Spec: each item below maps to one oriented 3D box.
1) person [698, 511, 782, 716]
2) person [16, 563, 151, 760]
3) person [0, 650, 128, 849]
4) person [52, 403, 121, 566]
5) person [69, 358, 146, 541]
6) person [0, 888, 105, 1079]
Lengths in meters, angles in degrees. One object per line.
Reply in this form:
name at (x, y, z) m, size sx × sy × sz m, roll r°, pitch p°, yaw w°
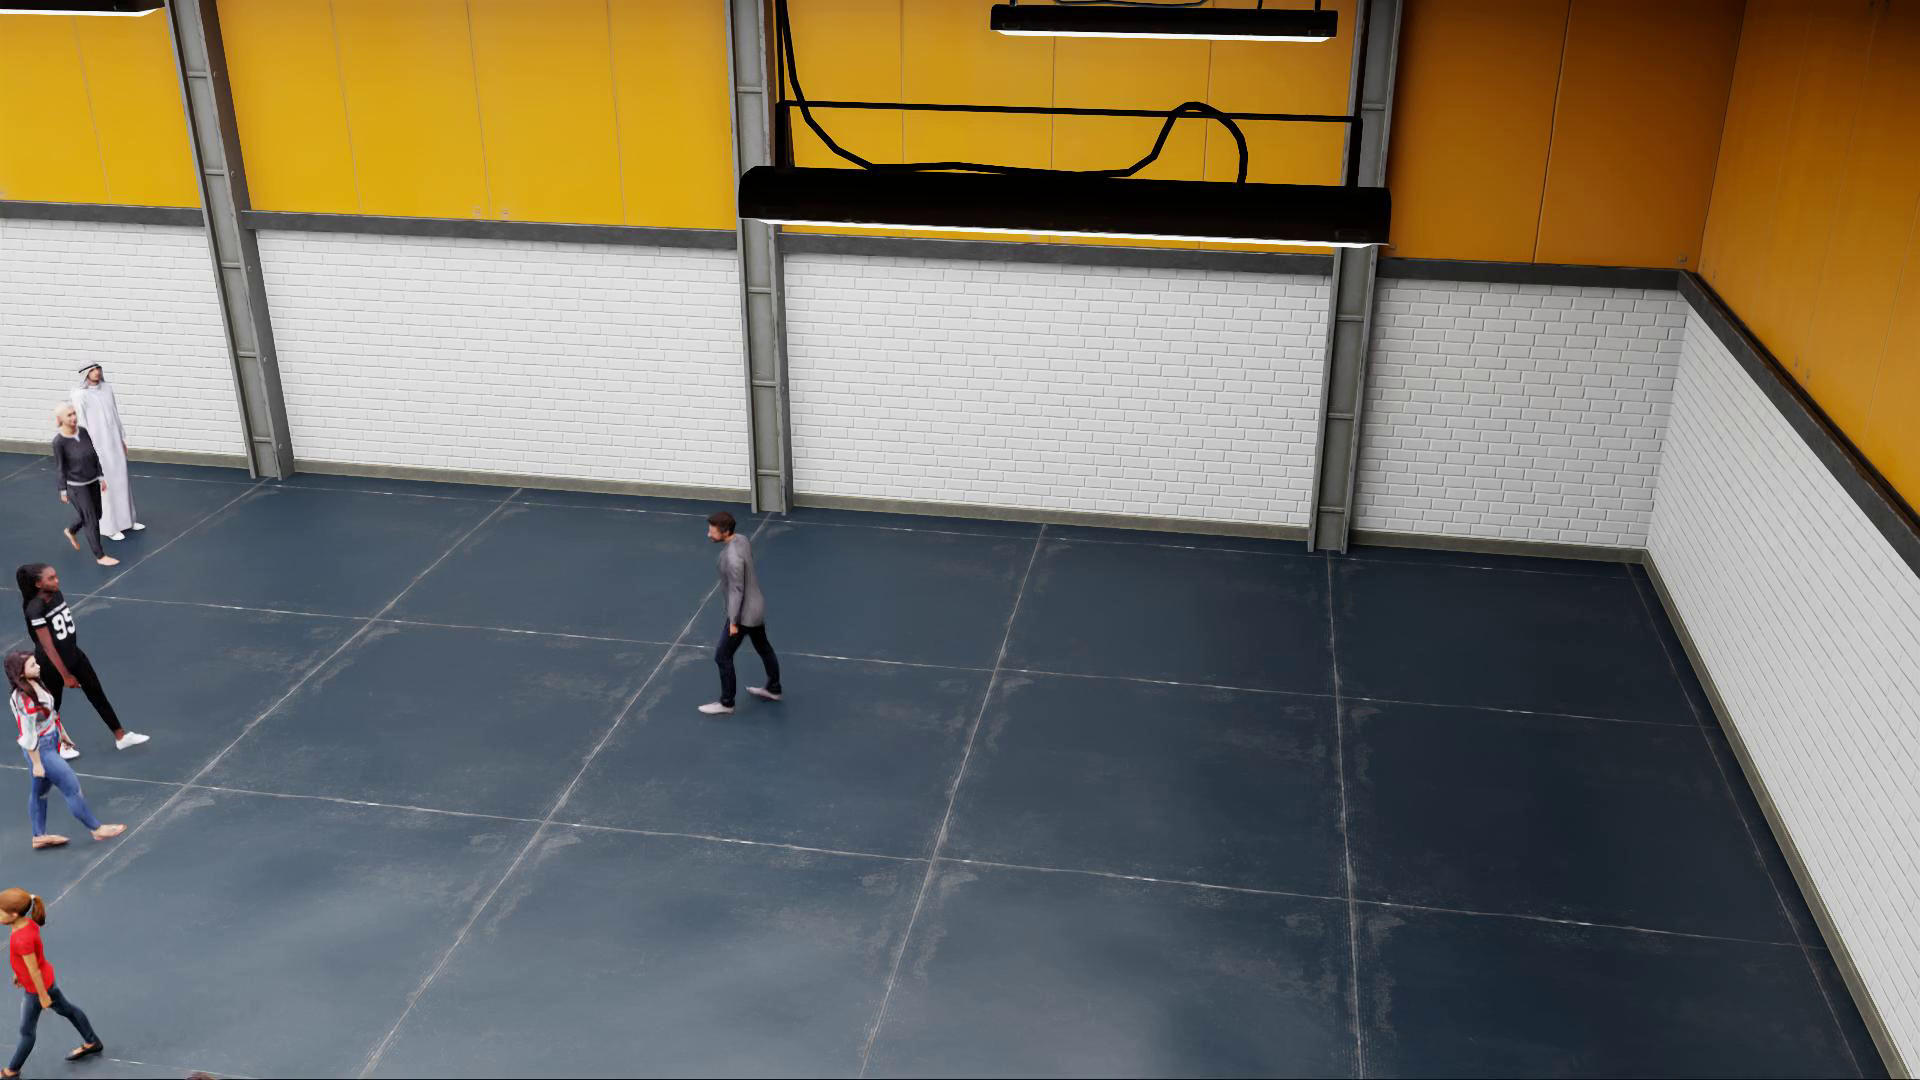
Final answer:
person at (-1.754, 0.606, 13.886) m, size 0.894 × 1.837 × 0.740 m, roll 5°, pitch 24°, yaw 12°
person at (-7.215, 0.996, 13.167) m, size 1.072 × 1.698 × 0.696 m, roll 2°, pitch 24°, yaw 4°
person at (-6.733, 1.544, 12.044) m, size 0.999 × 1.594 × 0.868 m, roll -8°, pitch 25°, yaw -18°
person at (-8.920, -0.584, 16.775) m, size 0.985 × 1.704 × 0.646 m, roll 6°, pitch 24°, yaw 14°
person at (-8.961, -0.977, 17.398) m, size 0.690 × 1.925 × 0.734 m, roll 8°, pitch 25°, yaw 17°
person at (-5.438, 2.628, 9.953) m, size 0.930 × 1.282 × 0.809 m, roll -12°, pitch 26°, yaw -25°
